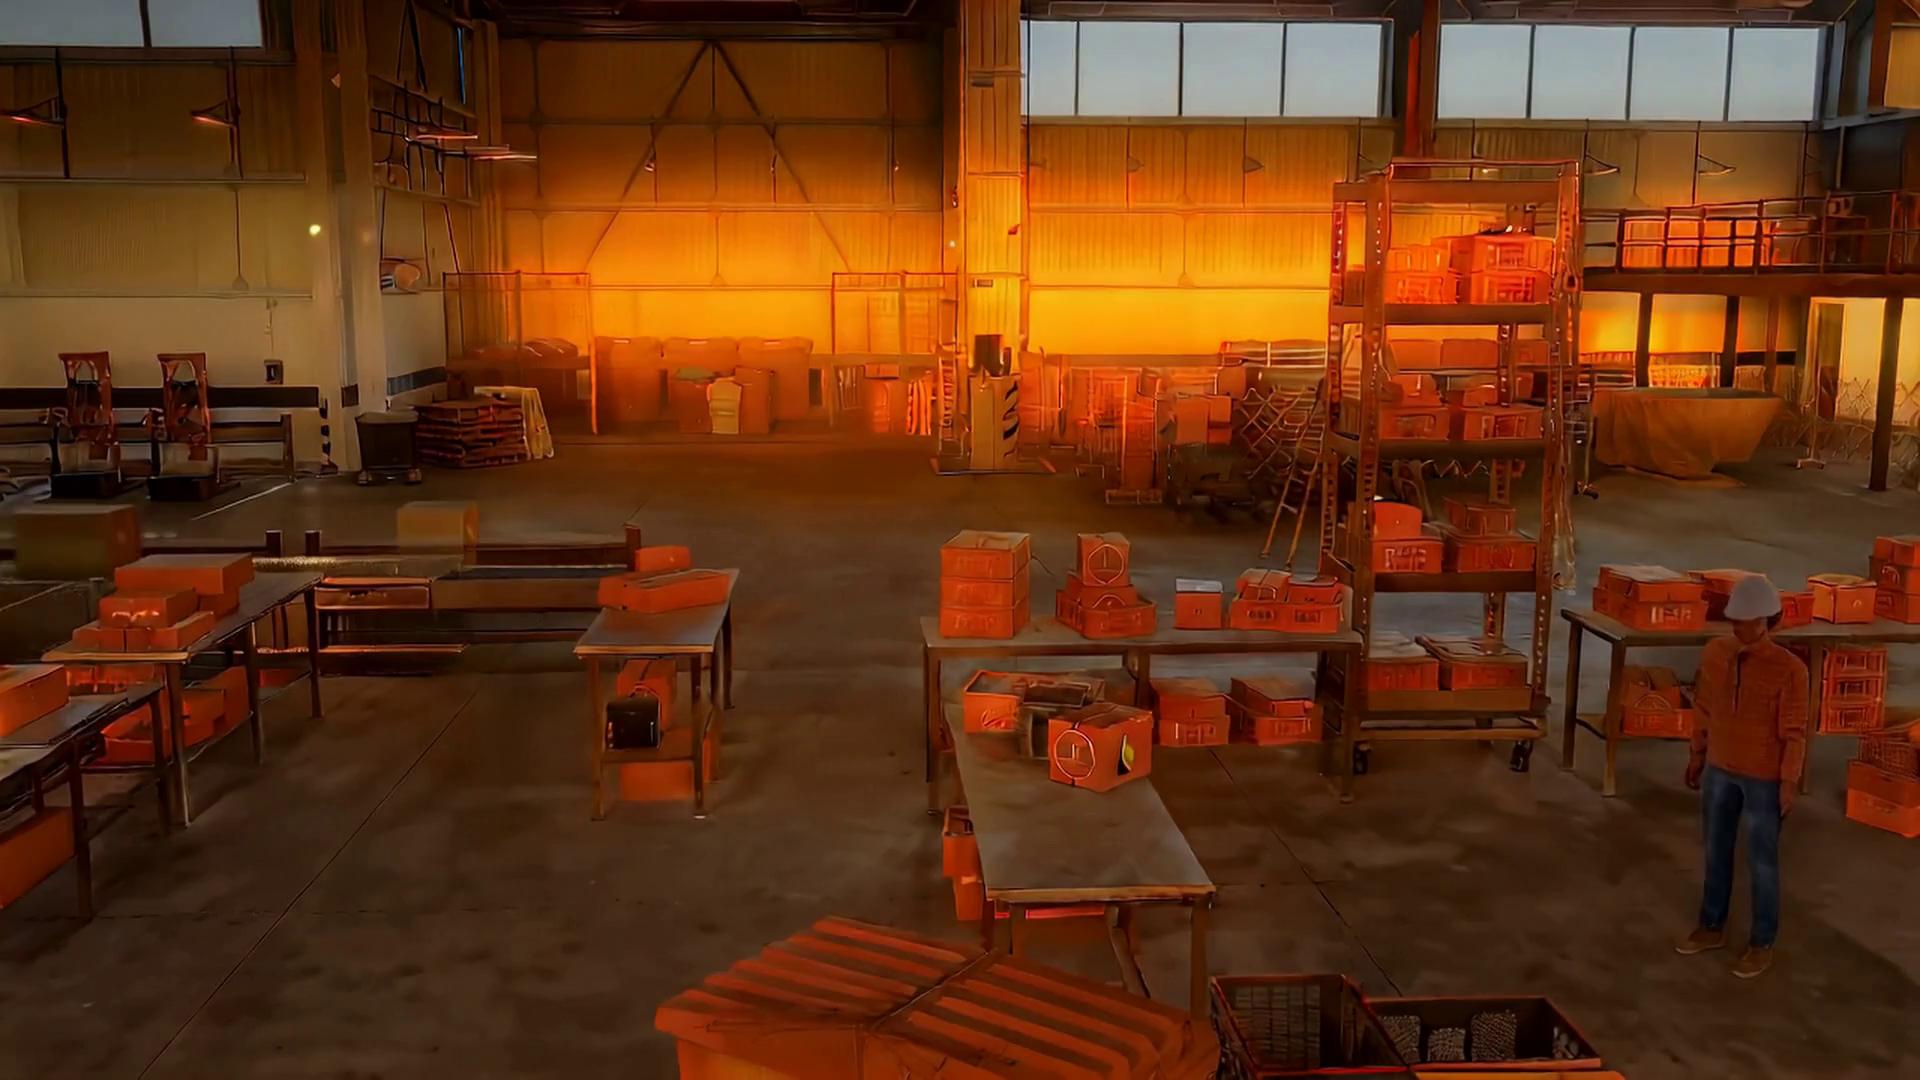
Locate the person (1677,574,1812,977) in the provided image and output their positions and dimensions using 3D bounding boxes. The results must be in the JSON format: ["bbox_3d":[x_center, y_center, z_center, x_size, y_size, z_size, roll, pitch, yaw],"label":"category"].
[{"bbox_3d":[3.410,1.012,7.258,0.348,1.760,0.533,-5,10,-29],"label":"person"}]

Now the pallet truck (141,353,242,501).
[{"bbox_3d":[-10.520,-1.604,22.925,0.823,1.965,1.885,-1,9,-6],"label":"pallet truck"}]

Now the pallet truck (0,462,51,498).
[{"bbox_3d":[-13.193,-1.293,23.148,0.653,1.274,1.630,-1,9,-4],"label":"pallet truck"}]

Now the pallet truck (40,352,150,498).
[{"bbox_3d":[-11.907,-1.642,23.165,0.823,1.965,1.885,0,9,0],"label":"pallet truck"}]
